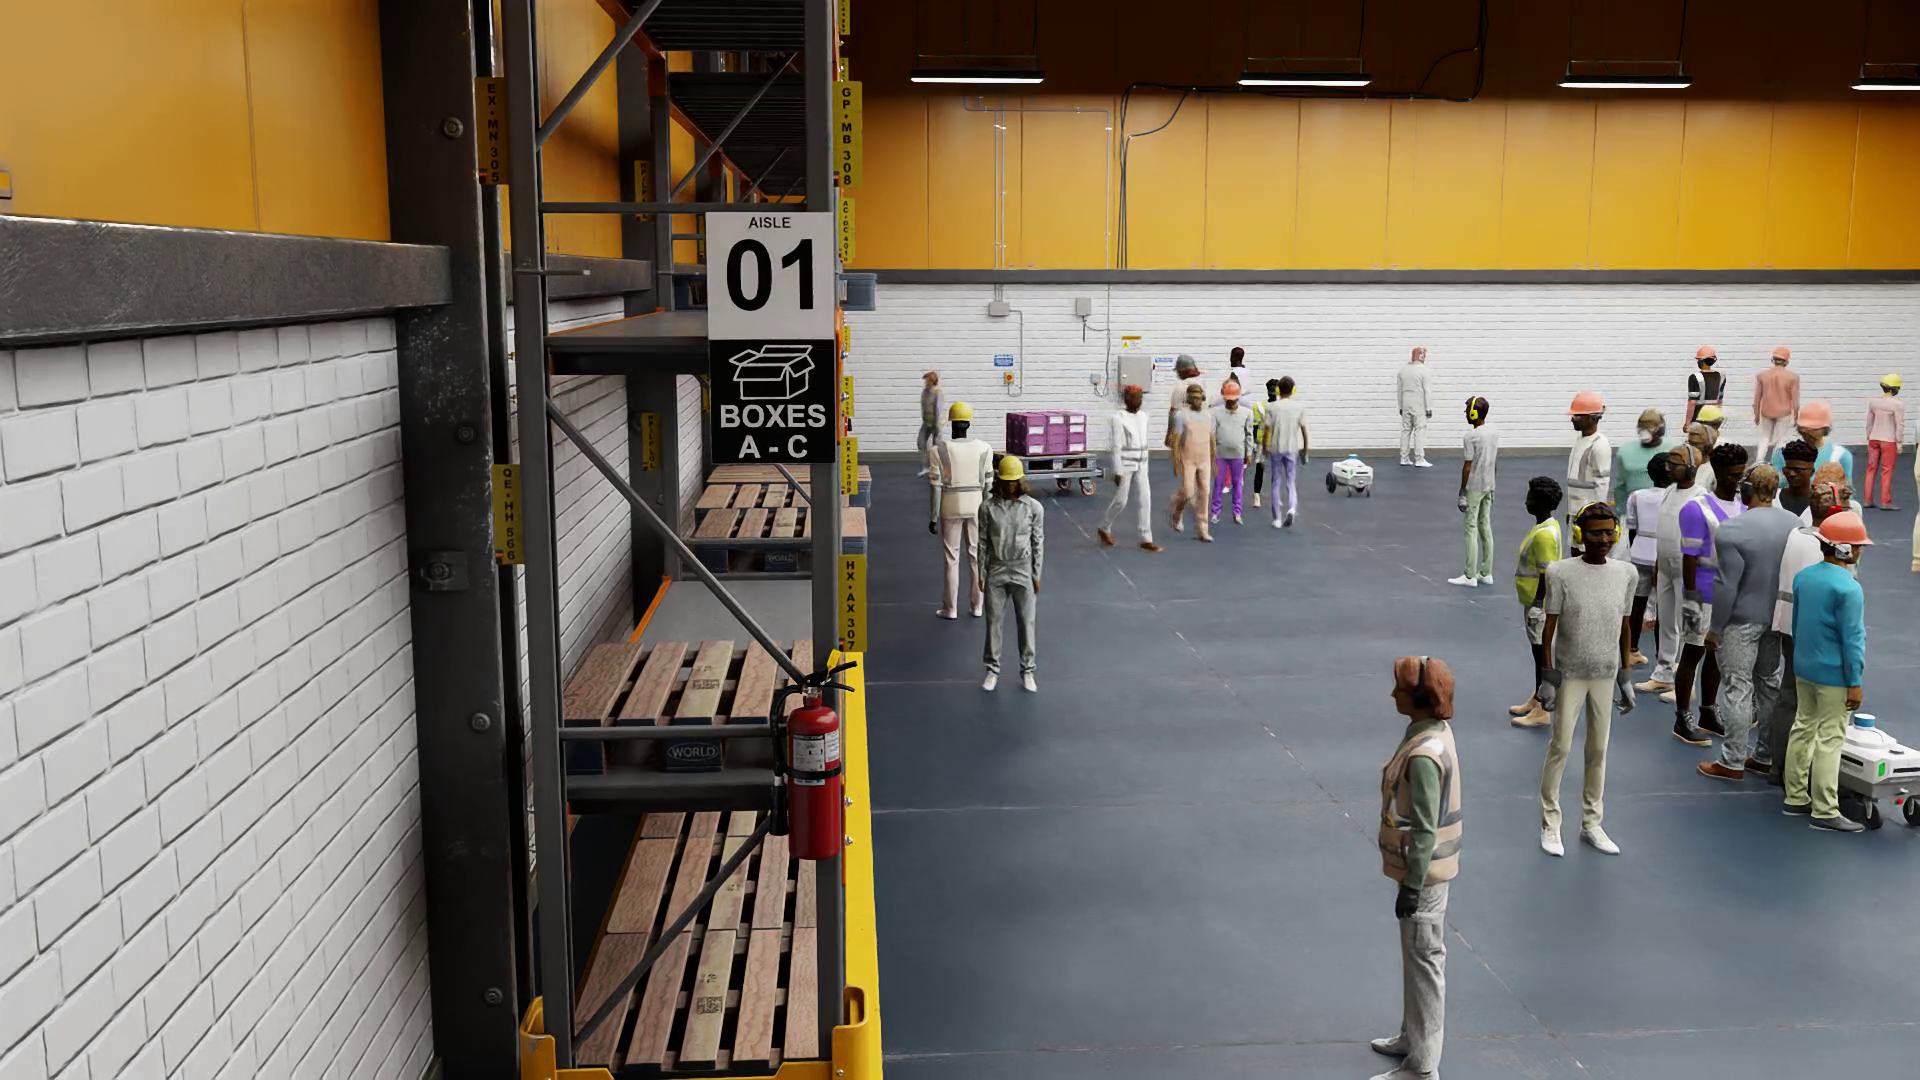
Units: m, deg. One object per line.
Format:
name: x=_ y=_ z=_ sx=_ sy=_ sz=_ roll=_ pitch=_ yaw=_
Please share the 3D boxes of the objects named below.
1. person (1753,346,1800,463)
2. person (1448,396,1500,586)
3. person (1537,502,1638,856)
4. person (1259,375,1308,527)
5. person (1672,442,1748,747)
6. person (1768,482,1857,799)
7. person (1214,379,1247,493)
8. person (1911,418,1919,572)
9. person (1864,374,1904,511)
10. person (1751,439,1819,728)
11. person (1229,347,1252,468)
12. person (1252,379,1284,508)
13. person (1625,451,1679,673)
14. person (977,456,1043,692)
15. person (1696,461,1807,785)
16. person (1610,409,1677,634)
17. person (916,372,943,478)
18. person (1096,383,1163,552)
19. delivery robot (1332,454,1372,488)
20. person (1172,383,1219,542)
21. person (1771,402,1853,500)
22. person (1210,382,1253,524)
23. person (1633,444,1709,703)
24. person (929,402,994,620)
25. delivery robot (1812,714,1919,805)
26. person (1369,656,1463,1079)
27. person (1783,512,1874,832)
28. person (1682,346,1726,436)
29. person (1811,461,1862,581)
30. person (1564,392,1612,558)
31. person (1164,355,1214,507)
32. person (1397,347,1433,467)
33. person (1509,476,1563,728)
person: x=12.187 y=-1.893 z=24.819 sx=0.457 sy=1.980 sz=0.623 roll=-8 pitch=12 yaw=-43
person: x=5.048 y=-0.472 z=16.261 sx=0.511 sy=1.860 sz=0.332 roll=-7 pitch=11 yaw=-35
person: x=3.284 y=0.724 z=8.707 sx=0.512 sy=1.872 sz=0.328 roll=-1 pitch=9 yaw=-4
person: x=3.876 y=-1.040 z=19.872 sx=0.579 sy=1.845 sz=0.542 roll=1 pitch=9 yaw=6
person: x=4.903 y=0.344 z=10.789 sx=0.600 sy=1.967 sz=0.369 roll=-5 pitch=10 yaw=-27
person: x=4.964 y=0.579 z=9.697 sx=0.375 sy=1.841 sz=0.575 roll=-2 pitch=9 yaw=-11
person: x=3.820 y=-1.480 z=23.419 sx=0.510 sy=1.595 sz=0.835 roll=6 pitch=11 yaw=35
person: x=9.931 y=-0.639 z=16.729 sx=0.535 sy=2.000 sz=0.686 roll=0 pitch=9 yaw=-2
person: x=11.972 y=-1.266 z=21.522 sx=0.328 sy=1.769 sz=0.526 roll=-3 pitch=10 yaw=-19
person: x=5.501 y=0.308 z=11.018 sx=0.602 sy=1.966 sz=0.368 roll=8 pitch=12 yaw=40
person: x=4.359 y=-2.052 z=25.986 sx=0.374 sy=1.917 sz=0.596 roll=5 pitch=10 yaw=26
person: x=4.056 y=-1.259 z=21.697 sx=0.532 sy=1.697 sz=0.322 roll=0 pitch=9 yaw=-3
person: x=5.337 y=0.170 z=12.730 sx=0.318 sy=1.697 sz=0.535 roll=-5 pitch=11 yaw=-31
person: x=0.361 y=0.250 z=12.106 sx=0.485 sy=1.736 sz=0.325 roll=1 pitch=9 yaw=4
person: x=4.720 y=0.494 z=9.935 sx=0.632 sy=1.940 sz=0.372 roll=-3 pitch=10 yaw=-21
person: x=5.756 y=-0.148 z=14.004 sx=0.546 sy=1.917 sz=0.659 roll=-8 pitch=12 yaw=-40
person: x=-0.413 y=-1.710 z=24.800 sx=0.431 sy=1.603 sz=0.521 roll=-8 pitch=12 yaw=-41
person: x=1.859 y=-0.808 z=18.381 sx=0.586 sy=1.858 sz=0.857 roll=-7 pitch=12 yaw=-39
delivery robot: x=5.417 y=-0.939 z=22.967 sx=0.477 sy=0.478 sz=0.707 roll=-1 pitch=9 yaw=-9
person: x=2.664 y=-0.893 z=19.016 sx=0.539 sy=1.820 sz=0.569 roll=-3 pitch=10 yaw=-19
person: x=6.887 y=-0.125 z=13.645 sx=1.025 sy=1.987 sz=0.641 roll=-8 pitch=12 yaw=-42
person: x=3.296 y=-1.065 z=20.329 sx=0.560 sy=1.742 sz=0.340 roll=1 pitch=9 yaw=9
person: x=5.112 y=0.236 z=11.849 sx=0.346 sy=1.846 sz=0.506 roll=-2 pitch=9 yaw=-12
person: x=0.002 y=-0.255 z=14.670 sx=0.590 sy=1.927 sz=0.367 roll=-3 pitch=10 yaw=-20
delivery robot: x=5.084 y=1.226 z=9.378 sx=0.477 sy=0.478 sz=0.707 roll=-2 pitch=9 yaw=-11
person: x=1.713 y=1.235 z=6.219 sx=0.307 sy=1.640 sz=0.518 roll=3 pitch=9 yaw=16
person: x=4.787 y=0.712 z=9.141 sx=0.329 sy=1.752 sz=0.563 roll=-1 pitch=9 yaw=-4
person: x=10.475 y=-1.717 z=23.492 sx=0.608 sy=2.044 sz=0.377 roll=-3 pitch=10 yaw=-20
person: x=6.565 y=0.213 z=12.655 sx=0.501 sy=1.633 sz=0.279 roll=7 pitch=11 yaw=36
person: x=5.353 y=-0.256 z=14.319 sx=0.377 sy=2.041 sz=0.615 roll=0 pitch=9 yaw=1
person: x=2.939 y=-1.465 z=21.913 sx=0.721 sy=2.000 sz=0.740 roll=-8 pitch=12 yaw=-42
person: x=7.244 y=-2.108 z=26.396 sx=0.403 sy=1.901 sz=0.637 roll=-6 pitch=11 yaw=-34
person: x=3.896 y=0.415 z=11.193 sx=0.319 sy=1.696 sz=0.532 roll=3 pitch=9 yaw=17
